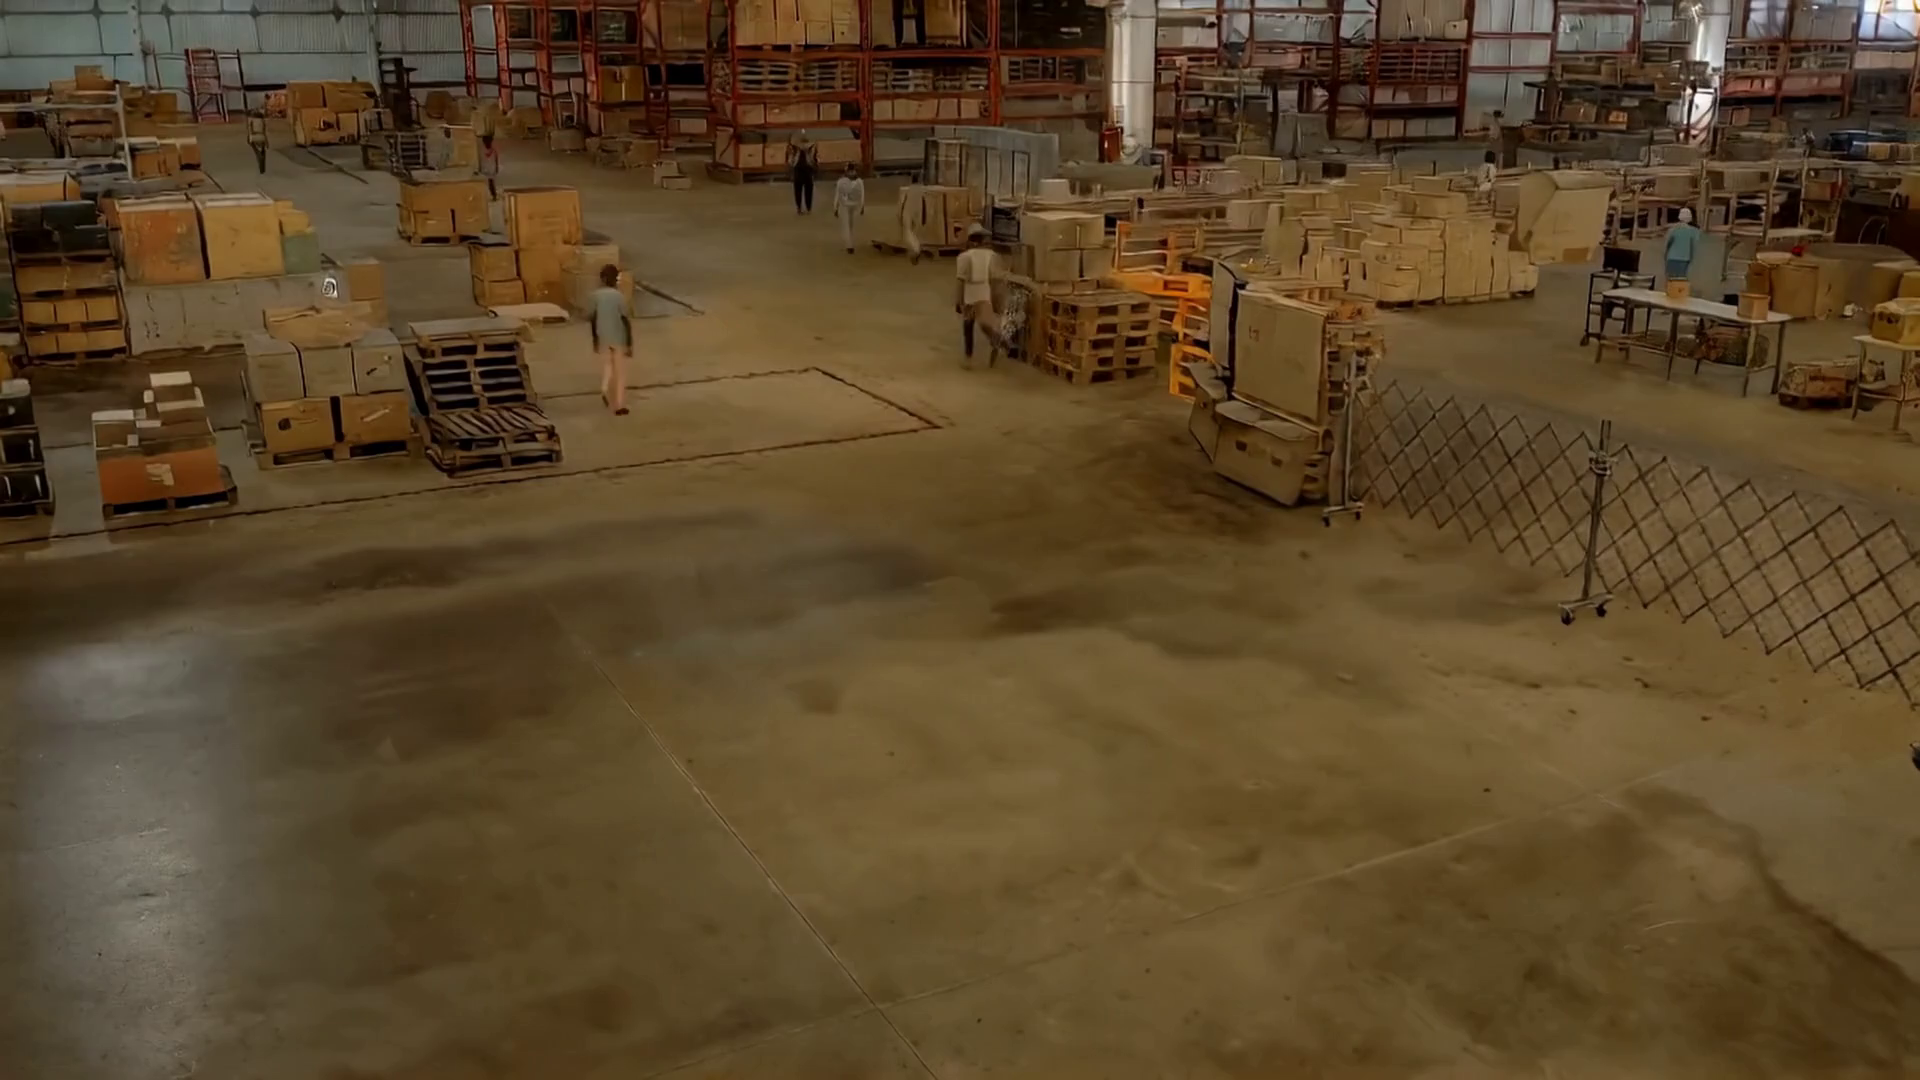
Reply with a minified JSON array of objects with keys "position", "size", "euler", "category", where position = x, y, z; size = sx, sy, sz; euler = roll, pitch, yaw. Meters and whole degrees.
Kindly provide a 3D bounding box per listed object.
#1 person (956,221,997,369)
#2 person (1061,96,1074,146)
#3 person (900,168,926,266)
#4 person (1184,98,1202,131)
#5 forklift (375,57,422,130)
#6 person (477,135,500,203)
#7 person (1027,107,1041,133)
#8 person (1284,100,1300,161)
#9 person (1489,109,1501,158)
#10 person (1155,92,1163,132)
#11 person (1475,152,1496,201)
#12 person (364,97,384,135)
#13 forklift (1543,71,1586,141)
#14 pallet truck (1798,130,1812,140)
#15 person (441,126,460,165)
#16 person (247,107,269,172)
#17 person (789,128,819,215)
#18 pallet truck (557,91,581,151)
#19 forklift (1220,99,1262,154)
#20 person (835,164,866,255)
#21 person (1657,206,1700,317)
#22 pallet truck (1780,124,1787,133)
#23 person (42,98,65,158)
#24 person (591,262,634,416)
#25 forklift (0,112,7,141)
[{"position":[0.240,-3.266,22.397],"size":[0.621,2.025,0.733],"euler":[-9,20,-26],"category":"person"},{"position":[3.656,-14.004,56.087],"size":[0.511,1.890,0.644],"euler":[-13,22,-35],"category":"person"},{"position":[-0.876,-6.109,31.536],"size":[0.544,1.853,0.446],"euler":[-7,19,-21],"category":"person"},{"position":[8.698,-15.995,62.263],"size":[0.651,1.911,0.409],"euler":[-4,18,-11],"category":"person"},{"position":[-22.739,-17.888,66.602],"size":[1.873,2.768,1.129],"euler":[13,22,34],"category":"forklift"},{"position":[-11.943,-9.344,41.921],"size":[0.556,1.664,0.798],"euler":[9,20,25],"category":"person"},{"position":[2.434,-13.215,53.977],"size":[0.493,1.672,0.596],"euler":[-15,23,-39],"category":"person"},{"position":[10.617,-13.073,53.121],"size":[0.457,1.922,0.646],"euler":[12,21,32],"category":"person"},{"position":[17.169,-13.037,53.511],"size":[0.344,1.618,0.519],"euler":[-2,18,-5],"category":"person"},{"position":[7.750,-17.115,65.785],"size":[0.437,1.897,0.571],"euler":[-1,18,-3],"category":"person"},{"position":[11.882,-7.887,37.394],"size":[0.858,1.642,0.549],"euler":[-8,19,-22],"category":"person"},{"position":[-18.939,-13.320,53.831],"size":[0.603,1.967,0.366],"euler":[0,18,-1],"category":"person"},{"position":[18.685,-13.231,52.085],"size":[1.873,2.768,1.129],"euler":[-9,20,-26],"category":"forklift"},{"position":[25.526,-11.556,49.408],"size":[1.630,1.274,0.653],"euler":[-9,20,-26],"category":"pallet truck"},{"position":[-12.971,-9.549,42.222],"size":[0.716,1.892,0.366],"euler":[9,20,26],"category":"person"},{"position":[-20.916,-11.945,49.633],"size":[0.566,1.920,0.729],"euler":[-10,21,-30],"category":"person"},{"position":[-3.688,-8.748,39.459],"size":[0.700,2.000,0.619],"euler":[-2,18,-6],"category":"person"},{"position":[-13.495,-14.412,57.188],"size":[0.823,1.965,1.885],"euler":[-3,18,-9],"category":"pallet truck"},{"position":[9.747,-14.563,56.236],"size":[1.873,2.768,1.129],"euler":[15,23,39],"category":"forklift"},{"position":[-2.184,-6.649,33.345],"size":[0.608,1.782,0.955],"euler":[-5,19,-16],"category":"person"},{"position":[11.465,-4.467,26.606],"size":[0.550,1.727,0.758],"euler":[4,18,12],"category":"person"},{"position":[25.206,-12.542,52.601],"size":[1.601,1.201,0.680],"euler":[0,18,-2],"category":"pallet truck"},{"position":[-29.673,-13.496,54.494],"size":[0.598,1.905,0.446],"euler":[-8,20,-24],"category":"person"},{"position":[-4.166,-2.402,19.979],"size":[0.557,1.851,0.402],"euler":[5,18,14],"category":"person"},{"position":[-35.930,-15.857,60.270],"size":[1.873,2.768,1.129],"euler":[2,18,6],"category":"forklift"}]
